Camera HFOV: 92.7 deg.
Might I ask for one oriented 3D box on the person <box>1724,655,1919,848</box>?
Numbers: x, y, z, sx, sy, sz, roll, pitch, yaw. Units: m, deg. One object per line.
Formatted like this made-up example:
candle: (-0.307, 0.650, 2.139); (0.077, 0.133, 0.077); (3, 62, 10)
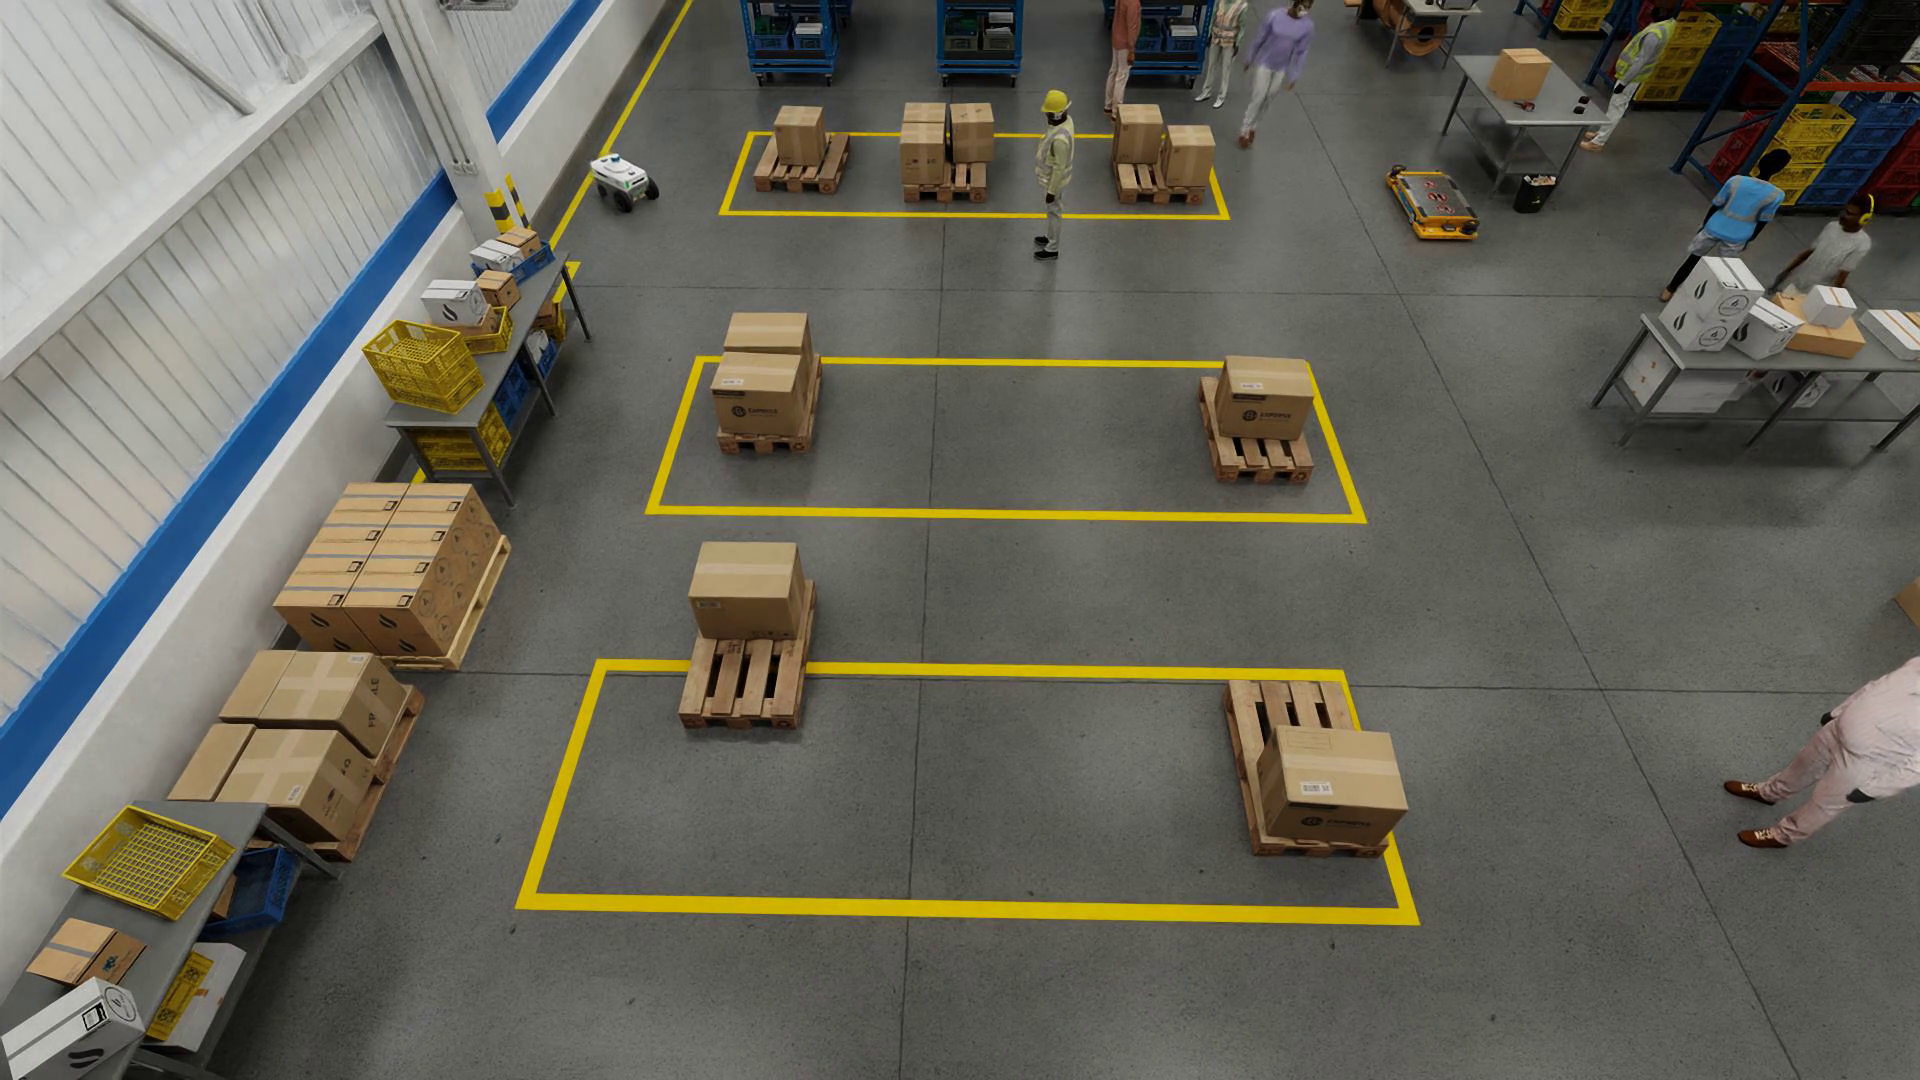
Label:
person: (5.280, 1.222, 5.390); (0.401, 1.899, 0.645); (11, 50, 10)

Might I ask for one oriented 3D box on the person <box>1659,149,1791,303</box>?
person: (7.753, -3.109, 9.268); (0.318, 1.700, 0.535); (-34, 57, -26)

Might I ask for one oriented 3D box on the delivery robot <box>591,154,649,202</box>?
delivery robot: (-4.119, -4.424, 11.098); (0.707, 0.478, 0.477); (30, 56, 23)

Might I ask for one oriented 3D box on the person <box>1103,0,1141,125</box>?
person: (2.174, -6.535, 12.040); (0.377, 1.995, 0.608); (-9, 50, -8)

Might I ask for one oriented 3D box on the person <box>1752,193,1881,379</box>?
person: (7.770, -2.294, 8.459); (0.463, 1.852, 0.592); (-1, 49, 0)

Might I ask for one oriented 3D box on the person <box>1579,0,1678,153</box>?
person: (8.454, -5.863, 11.563); (0.429, 1.838, 0.622); (33, 57, 25)

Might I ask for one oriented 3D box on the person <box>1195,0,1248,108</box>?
person: (3.591, -6.780, 12.485); (0.307, 1.636, 0.525); (-36, 58, -27)

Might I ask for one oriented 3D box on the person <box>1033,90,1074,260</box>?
person: (1.003, -3.915, 9.885); (0.403, 1.823, 0.588); (5, 49, 5)

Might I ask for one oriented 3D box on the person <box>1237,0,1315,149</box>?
person: (3.977, -5.926, 11.582); (0.706, 1.885, 0.675); (4, 49, 3)

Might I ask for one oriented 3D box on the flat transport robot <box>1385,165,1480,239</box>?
flat transport robot: (5.692, -4.094, 11.059); (0.652, 0.197, 1.431); (1, 49, 1)
